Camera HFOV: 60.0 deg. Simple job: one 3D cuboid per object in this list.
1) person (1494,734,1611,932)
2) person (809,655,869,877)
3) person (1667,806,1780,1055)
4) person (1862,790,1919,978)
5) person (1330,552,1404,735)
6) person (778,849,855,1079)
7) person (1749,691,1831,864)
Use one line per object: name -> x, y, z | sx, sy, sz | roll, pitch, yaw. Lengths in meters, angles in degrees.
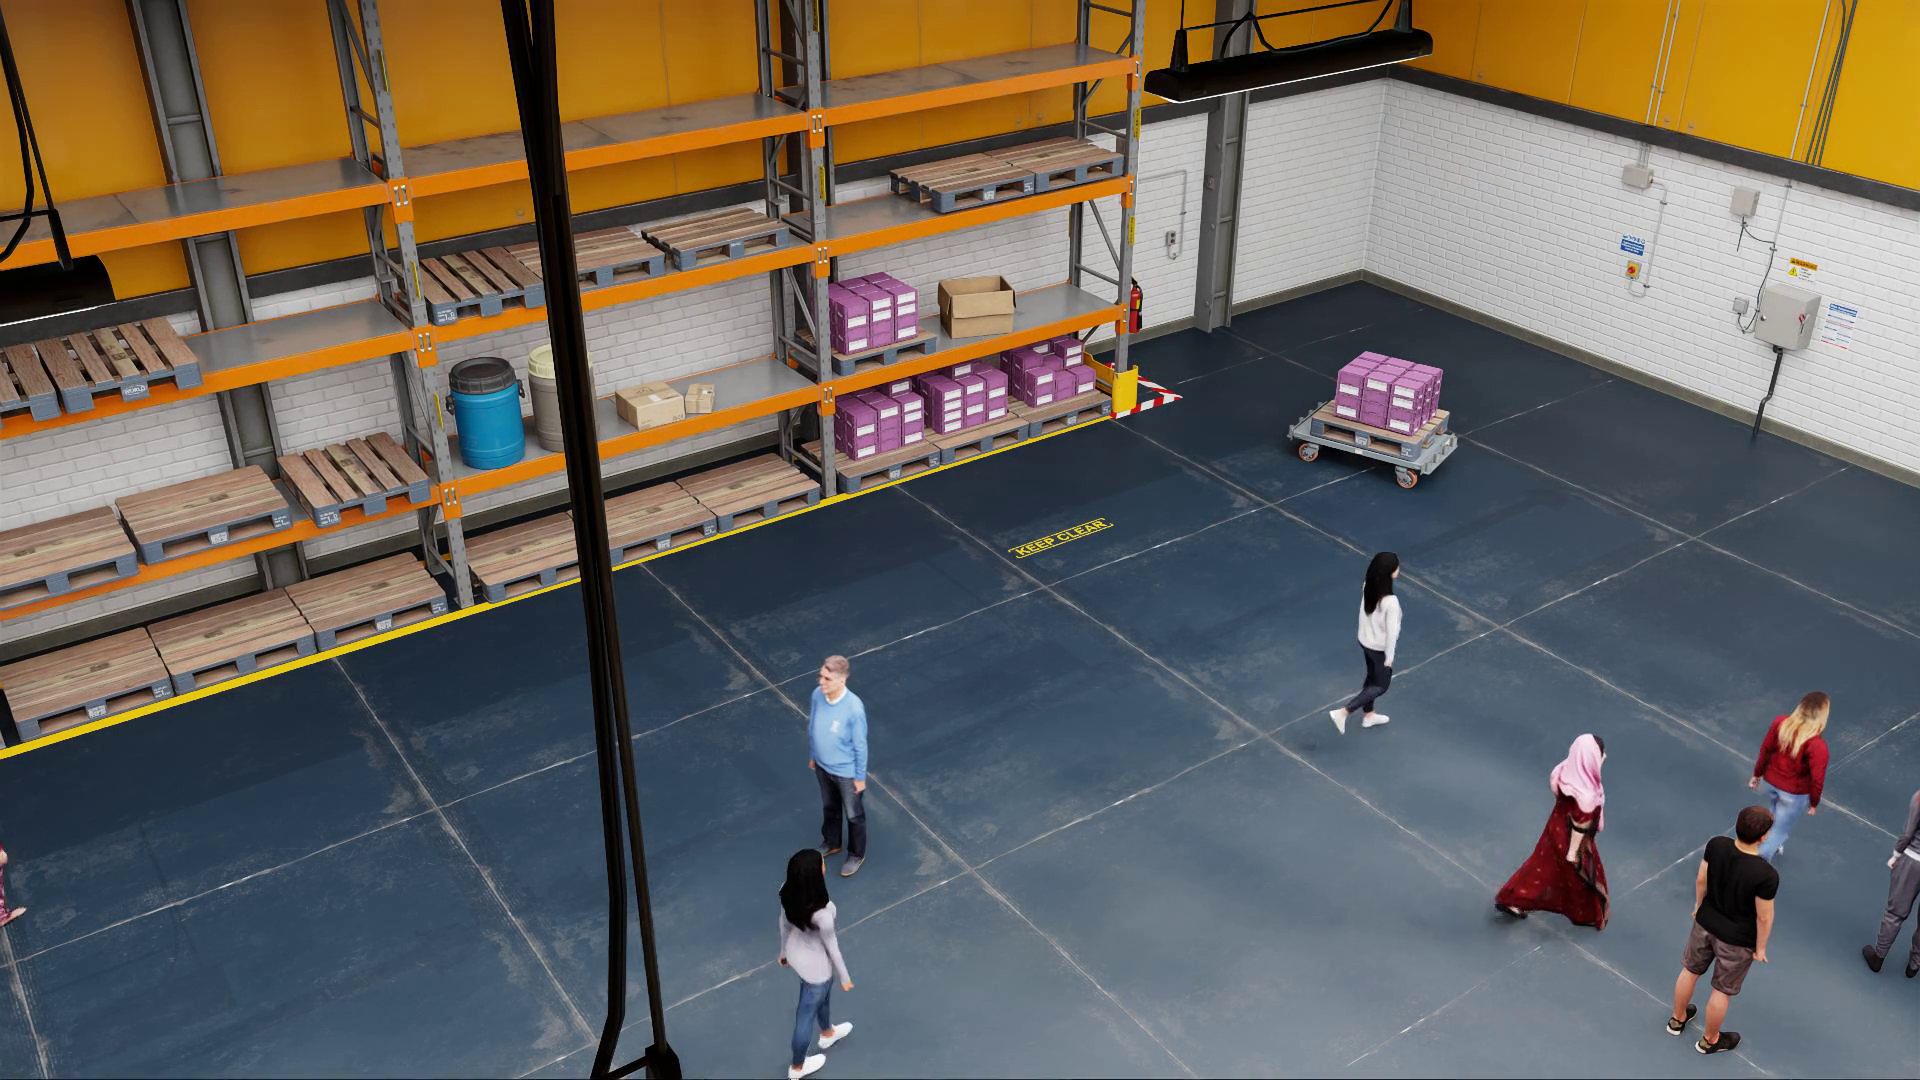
person -> 4.127, 2.030, 11.458 | 1.143, 1.605, 1.015 | 1, 29, 1
person -> -0.868, 1.594, 12.032 | 0.711, 1.820, 0.657 | 22, 36, 35
person -> 4.804, 2.430, 10.456 | 0.569, 1.862, 0.663 | -18, 33, -29
person -> 6.410, 2.162, 11.034 | 0.655, 1.780, 0.685 | 9, 30, 17
person -> 3.312, 0.863, 13.511 | 0.949, 1.687, 0.752 | -10, 30, -18
person -> -0.998, 2.651, 10.200 | 0.799, 1.719, 0.667 | -22, 35, -34
person -> 5.849, 1.794, 11.881 | 0.805, 1.615, 0.689 | -13, 31, -22
